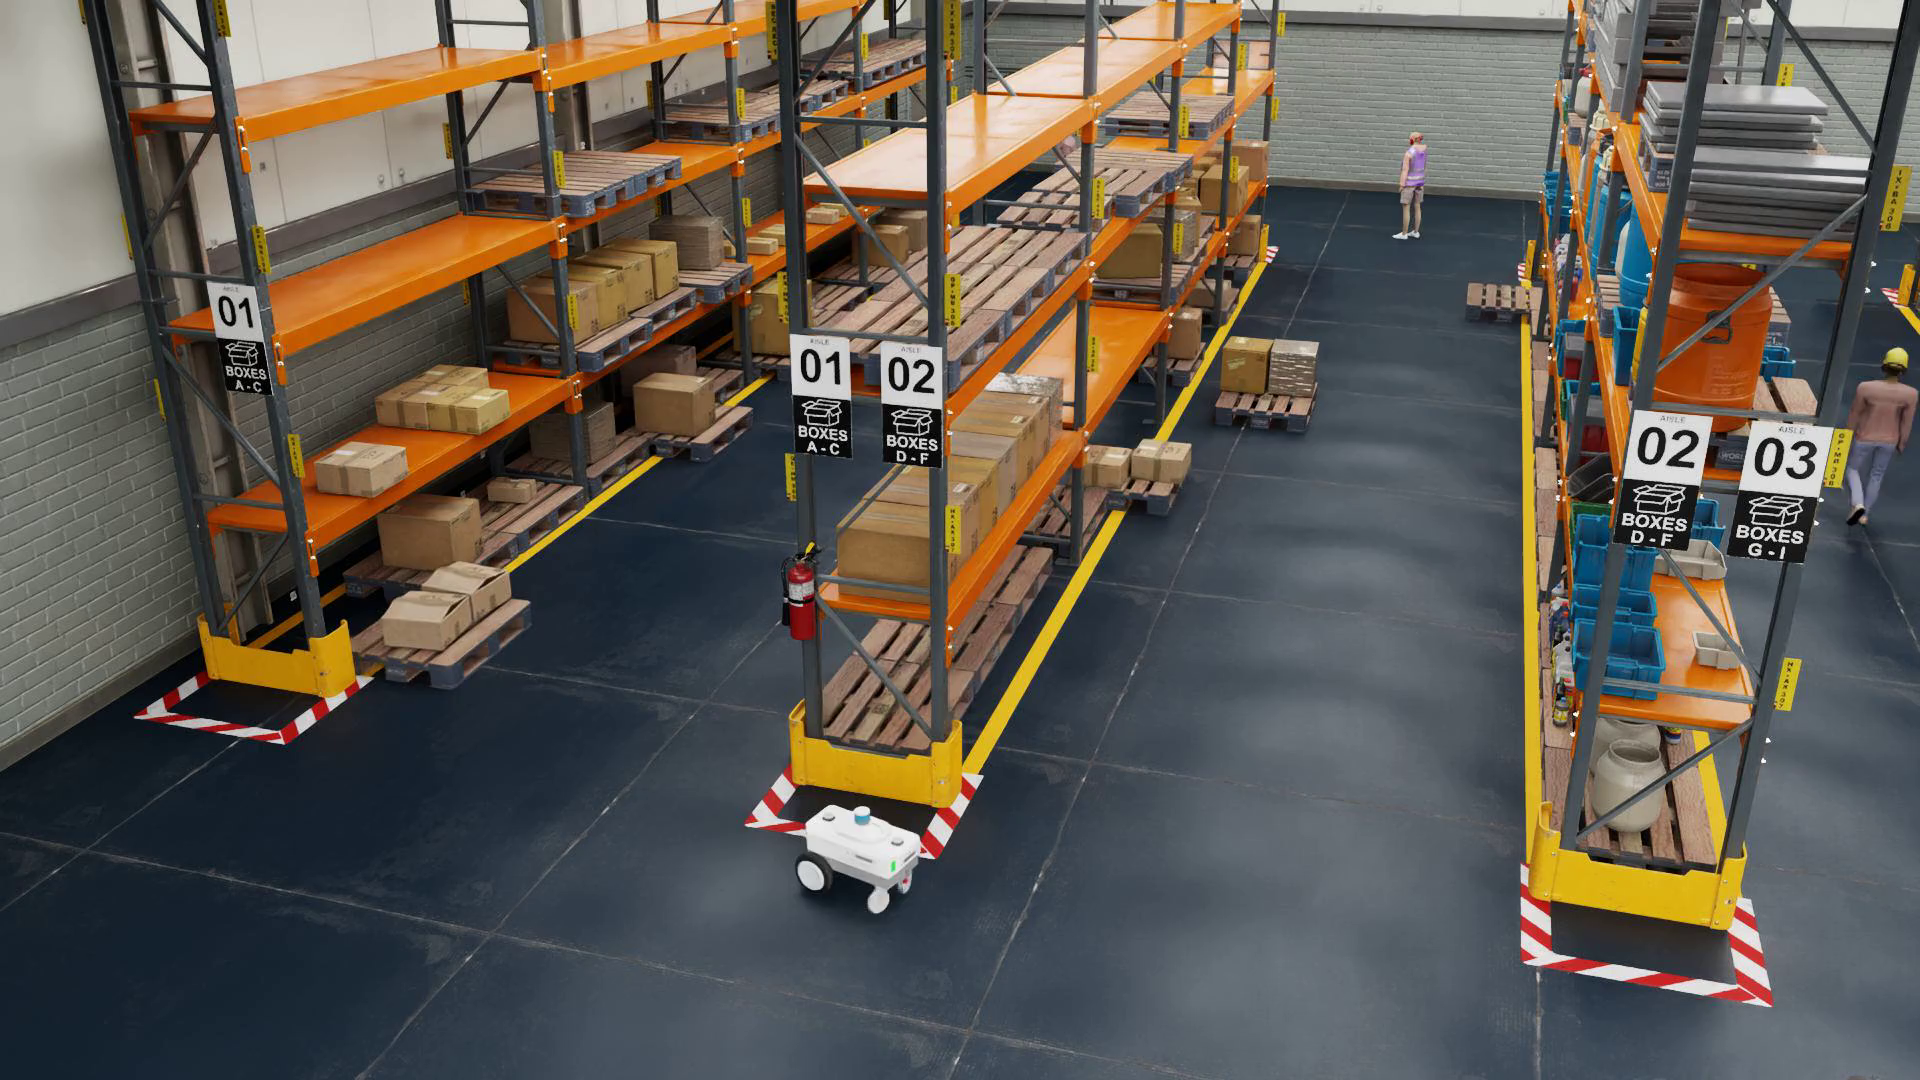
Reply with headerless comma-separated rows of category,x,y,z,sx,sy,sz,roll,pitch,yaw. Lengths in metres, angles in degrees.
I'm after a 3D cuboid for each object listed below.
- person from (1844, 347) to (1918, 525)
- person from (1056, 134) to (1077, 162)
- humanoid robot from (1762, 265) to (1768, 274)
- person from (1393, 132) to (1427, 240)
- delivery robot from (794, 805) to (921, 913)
person,8.519,-0.933,15.462,0.544,1.751,0.501,6,24,15
person,1.726,-5.905,26.931,0.336,1.801,0.528,6,24,14
humanoid robot,11.728,-4.691,24.296,0.589,1.640,0.637,-20,30,-38
person,7.181,-5.623,26.423,0.489,1.688,0.352,-14,27,-29
delivery robot,-0.638,1.939,10.339,0.784,0.613,0.520,14,27,29
